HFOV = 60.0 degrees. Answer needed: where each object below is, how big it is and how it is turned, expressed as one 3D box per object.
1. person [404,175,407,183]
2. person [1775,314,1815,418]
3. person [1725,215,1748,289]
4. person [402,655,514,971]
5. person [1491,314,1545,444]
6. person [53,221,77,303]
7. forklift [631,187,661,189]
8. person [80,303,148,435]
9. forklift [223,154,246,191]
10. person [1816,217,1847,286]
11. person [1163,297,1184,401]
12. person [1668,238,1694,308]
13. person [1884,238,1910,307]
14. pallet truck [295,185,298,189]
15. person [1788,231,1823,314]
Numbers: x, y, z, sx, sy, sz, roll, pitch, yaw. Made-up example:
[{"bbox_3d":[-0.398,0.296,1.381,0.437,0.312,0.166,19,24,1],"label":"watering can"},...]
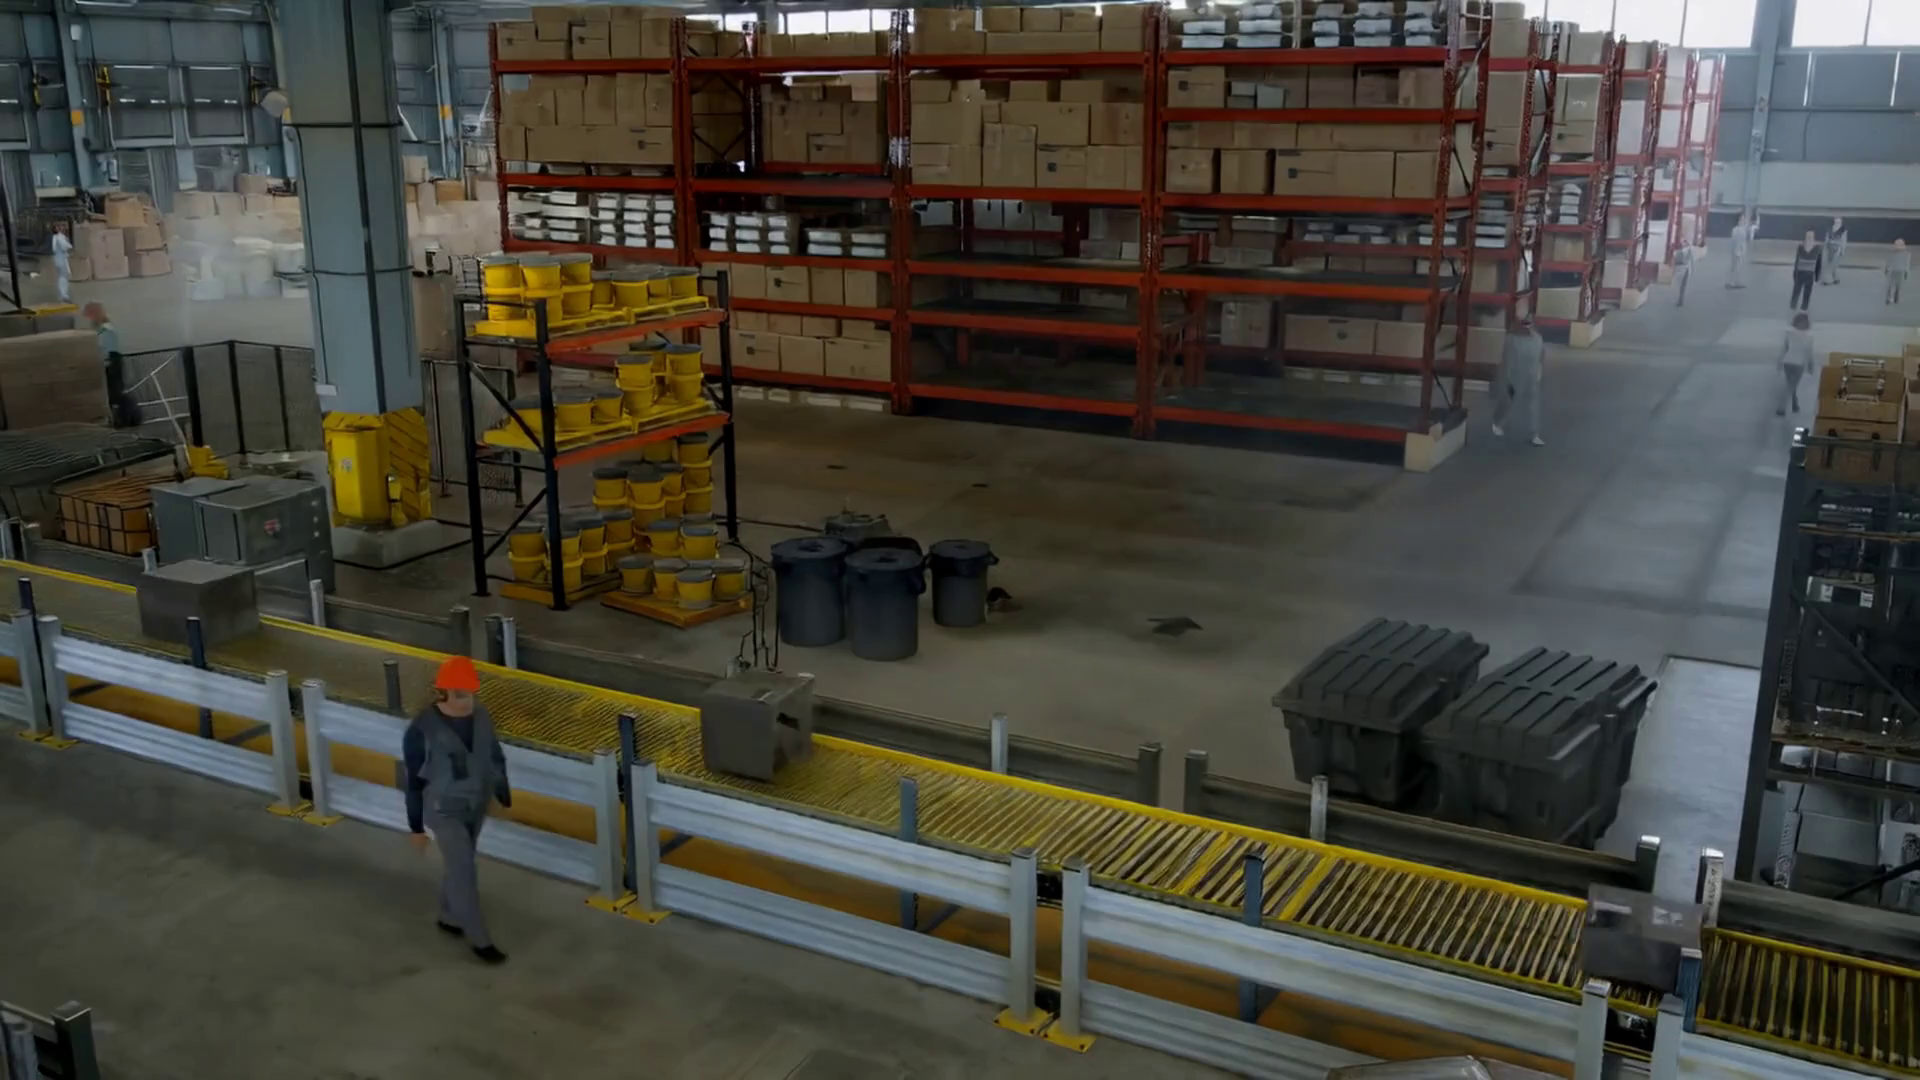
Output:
[{"bbox_3d":[-24.117,-15.078,71.691,0.586,1.882,0.341,-8,17,-27],"label":"person"},{"bbox_3d":[12.909,-2.702,25.722,0.855,1.593,0.518,-9,18,-32],"label":"person"},{"bbox_3d":[20.077,-7.426,42.949,0.526,1.876,0.682,-1,15,-2],"label":"person"},{"bbox_3d":[-2.762,1.525,9.418,0.820,1.799,0.615,9,17,30],"label":"person"},{"bbox_3d":[8.044,-2.337,23.867,0.662,1.861,0.794,-2,15,-9],"label":"person"},{"bbox_3d":[-21.597,-6.697,40.057,0.385,1.957,0.606,-11,18,-35],"label":"person"},{"bbox_3d":[-8.867,-9.045,47.102,1.129,2.768,1.873,8,17,28],"label":"forklift"},{"bbox_3d":[-12.346,-2.475,24.013,1.028,2.000,0.685,-10,18,-34],"label":"person"},{"bbox_3d":[-26.376,-12.683,60.780,1.129,2.768,1.873,10,18,34],"label":"forklift"},{"bbox_3d":[22.901,-7.575,43.668,0.995,1.786,0.582,-6,16,-22],"label":"person"},{"bbox_3d":[3.462,-3.113,27.071,0.315,1.695,0.541,-3,15,-11],"label":"person"},{"bbox_3d":[17.030,-6.323,39.299,0.527,1.615,0.755,7,16,24],"label":"person"},{"bbox_3d":[22.244,-6.364,39.491,0.506,1.600,0.832,9,17,31],"label":"person"},{"bbox_3d":[-26.804,-14.617,69.738,1.885,1.965,0.823,-14,20,-42],"label":"pallet truck"},{"bbox_3d":[19.186,-6.052,37.754,0.604,1.880,0.902,12,19,38],"label":"person"}]
